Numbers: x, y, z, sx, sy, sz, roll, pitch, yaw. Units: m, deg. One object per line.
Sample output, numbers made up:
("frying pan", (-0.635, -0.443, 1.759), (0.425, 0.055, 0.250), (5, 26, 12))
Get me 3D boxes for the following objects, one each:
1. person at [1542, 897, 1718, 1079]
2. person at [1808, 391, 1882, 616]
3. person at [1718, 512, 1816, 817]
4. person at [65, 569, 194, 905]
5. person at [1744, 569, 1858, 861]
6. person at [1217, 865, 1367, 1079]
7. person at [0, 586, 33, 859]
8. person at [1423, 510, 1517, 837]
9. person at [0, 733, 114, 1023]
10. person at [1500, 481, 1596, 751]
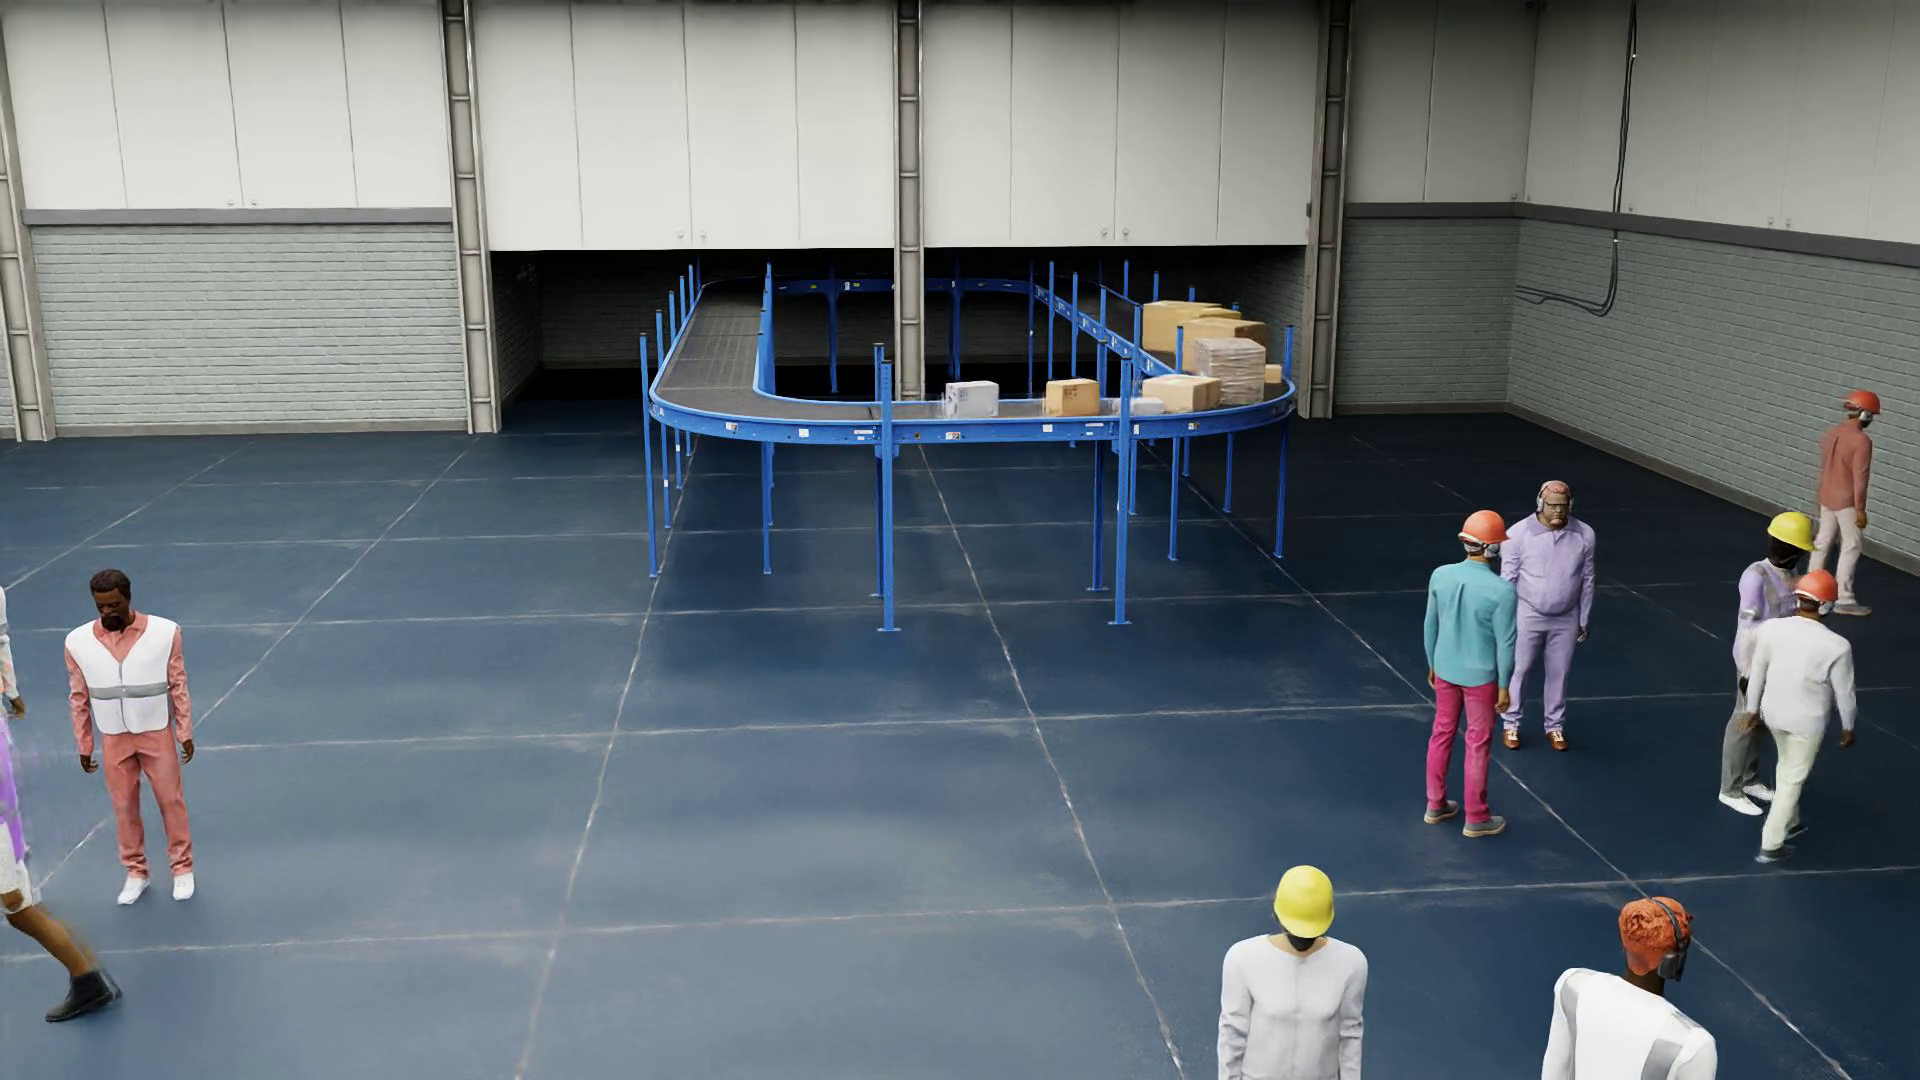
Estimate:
("person", (2.133, 2.030, 5.351), (0.338, 1.882, 0.582), (-9, 17, -32))
("person", (7.811, -0.331, 14.637), (0.451, 1.971, 0.634), (0, 14, 0))
("person", (5.043, 0.755, 10.385), (0.585, 1.918, 0.382), (-12, 19, -40))
("person", (-4.544, 1.067, 9.166), (0.599, 1.908, 0.405), (-4, 15, -16))
("person", (4.980, 1.010, 9.741), (0.739, 1.723, 0.575), (-7, 16, -27))
("person", (1.168, 1.959, 5.896), (0.523, 1.759, 0.334), (0, 14, -1))
("person", (-5.662, 0.912, 9.503), (0.392, 2.039, 0.612), (8, 16, 29))
("person", (3.088, 0.796, 10.063), (0.395, 1.994, 0.612), (-10, 17, -36))
("person", (-4.507, 1.452, 7.665), (0.959, 1.897, 0.554), (-7, 16, -25))
("person", (4.001, 0.523, 11.366), (0.635, 1.900, 0.399), (0, 14, 1))
